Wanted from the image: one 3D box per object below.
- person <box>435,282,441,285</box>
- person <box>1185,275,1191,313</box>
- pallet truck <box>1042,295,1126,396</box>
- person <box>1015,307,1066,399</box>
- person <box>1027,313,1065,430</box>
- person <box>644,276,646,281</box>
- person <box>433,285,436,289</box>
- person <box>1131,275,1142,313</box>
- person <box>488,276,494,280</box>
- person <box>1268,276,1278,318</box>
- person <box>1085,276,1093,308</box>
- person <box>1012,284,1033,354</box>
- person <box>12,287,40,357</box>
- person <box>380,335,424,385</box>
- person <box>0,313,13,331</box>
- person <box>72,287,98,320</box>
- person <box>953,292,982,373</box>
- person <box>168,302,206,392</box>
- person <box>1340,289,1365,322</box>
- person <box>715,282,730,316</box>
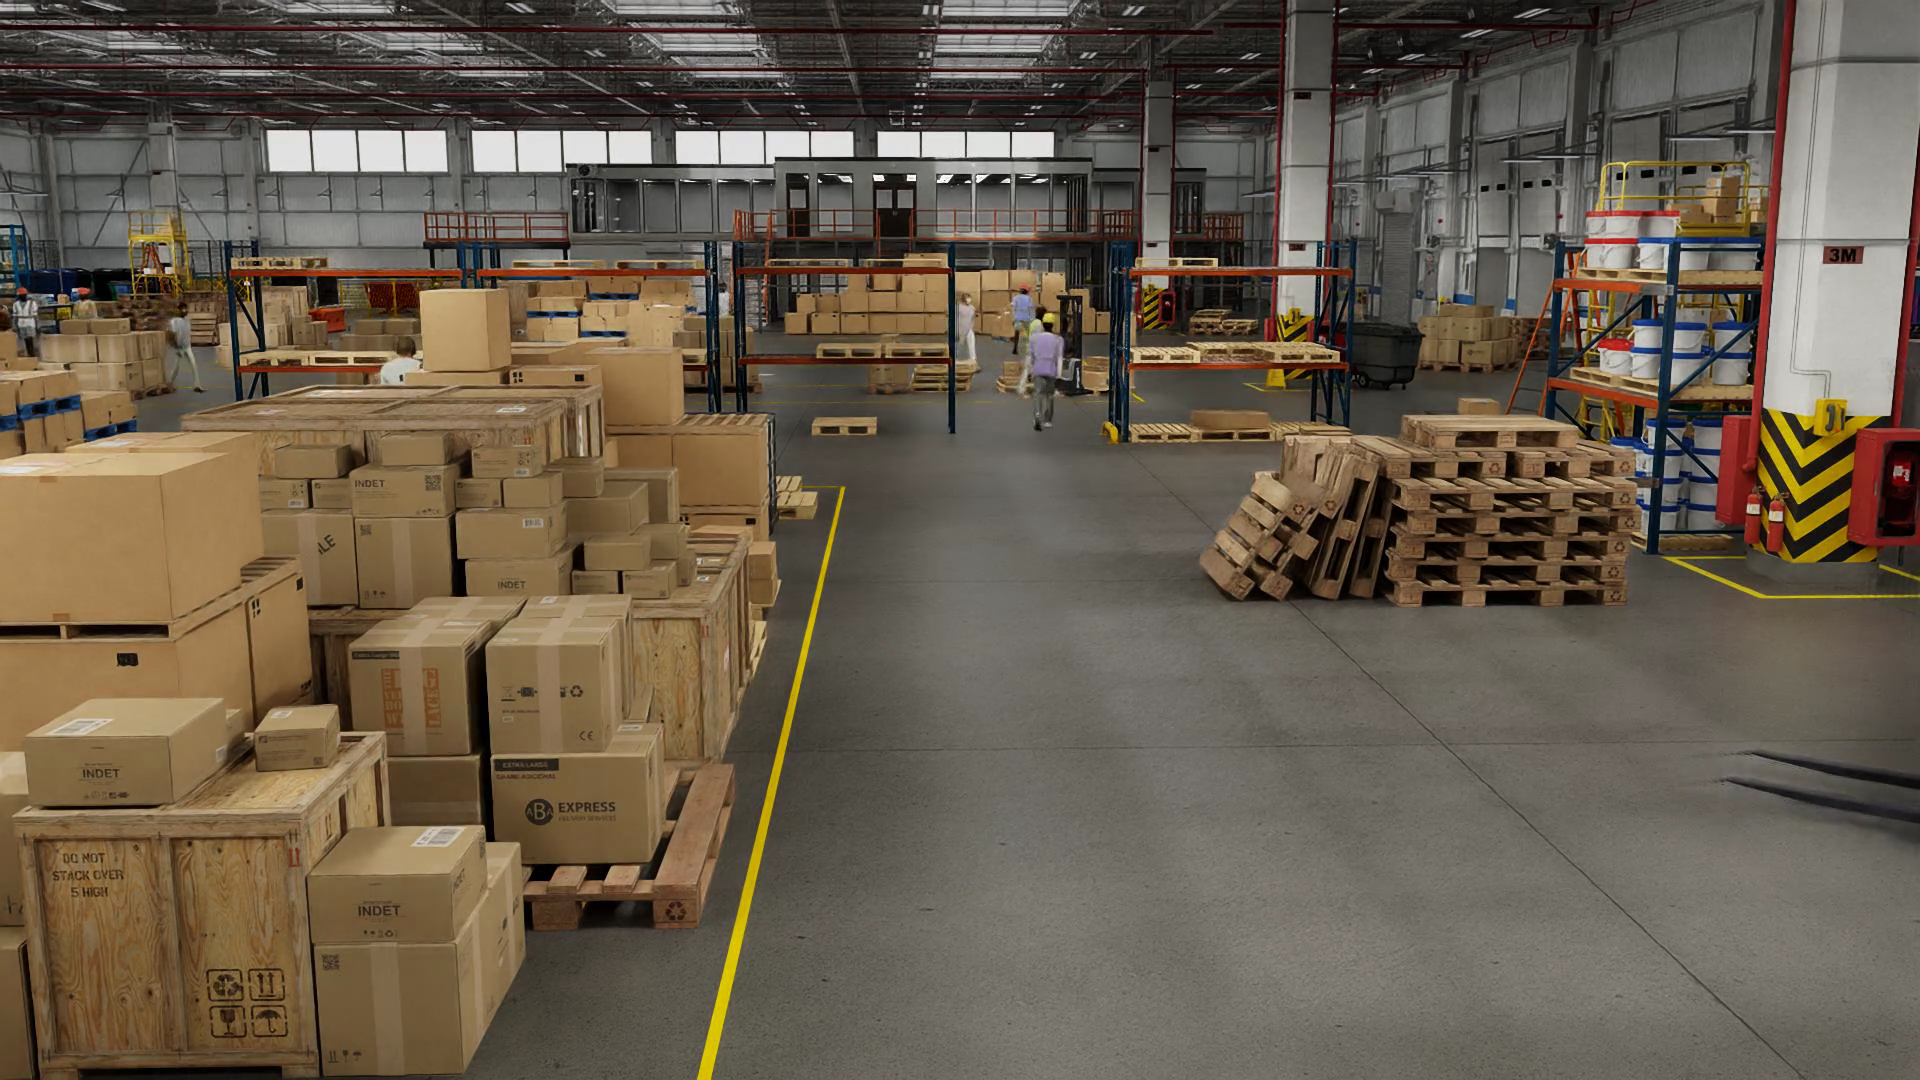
[{"bbox_3d":[-16.507,-7.279,52.693,0.554,1.746,0.589,1,10,5],"label":"person"},{"bbox_3d":[9.717,-10.717,71.178,0.402,1.985,0.613,2,10,11],"label":"person"},{"bbox_3d":[2.483,-3.881,33.060,1.885,1.965,0.823,-7,13,-36],"label":"pallet truck"},{"bbox_3d":[1.520,-3.596,32.033,0.953,1.802,0.619,-2,10,-11],"label":"person"},{"bbox_3d":[1.383,-2.727,26.946,0.619,1.892,0.857,1,10,4],"label":"person"},{"bbox_3d":[-11.318,-8.557,59.215,0.382,1.959,0.608,-4,11,-22],"label":"person"},{"bbox_3d":[-13.854,-5.808,44.114,0.622,1.889,0.779,7,12,34],"label":"person"},{"bbox_3d":[6.444,-8.757,60.689,0.593,1.838,0.976,5,12,28],"label":"person"},{"bbox_3d":[-18.641,-9.775,66.435,0.512,1.819,0.902,-6,12,-32],"label":"person"},{"bbox_3d":[11.165,-8.469,59.061,0.633,1.839,0.429,-9,14,-42],"label":"person"},{"bbox_3d":[4.777,-8.960,62.064,0.307,1.743,0.494,7,12,33],"label":"person"},{"bbox_3d":[1.728,-6.003,45.204,0.608,1.885,0.706,1,10,6],"label":"person"},{"bbox_3d":[-23.184,-5.293,41.192,0.574,1.891,0.953,-2,10,-9],"label":"person"},{"bbox_3d":[-6.549,-1.476,19.863,0.660,1.922,0.542,0,10,2],"label":"person"},{"bbox_3d":[-15.658,-2.817,27.503,0.655,1.860,0.599,-1,10,-4],"label":"person"},{"bbox_3d":[-22.011,-5.390,41.782,0.562,1.877,1.005,2,10,9],"label":"person"},{"bbox_3d":[0.080,-4.825,38.668,0.650,1.887,1.032,-9,13,-40],"label":"person"},{"bbox_3d":[-15.735,-3.893,33.617,0.959,1.830,0.520,6,12,30],"label":"person"},{"bbox_3d":[9.699,-5.269,41.144,0.613,1.871,1.009,8,13,37],"label":"person"},{"bbox_3d":[-7.180,-6.874,50.203,0.528,1.839,0.895,-6,12,-31],"label":"person"}]
